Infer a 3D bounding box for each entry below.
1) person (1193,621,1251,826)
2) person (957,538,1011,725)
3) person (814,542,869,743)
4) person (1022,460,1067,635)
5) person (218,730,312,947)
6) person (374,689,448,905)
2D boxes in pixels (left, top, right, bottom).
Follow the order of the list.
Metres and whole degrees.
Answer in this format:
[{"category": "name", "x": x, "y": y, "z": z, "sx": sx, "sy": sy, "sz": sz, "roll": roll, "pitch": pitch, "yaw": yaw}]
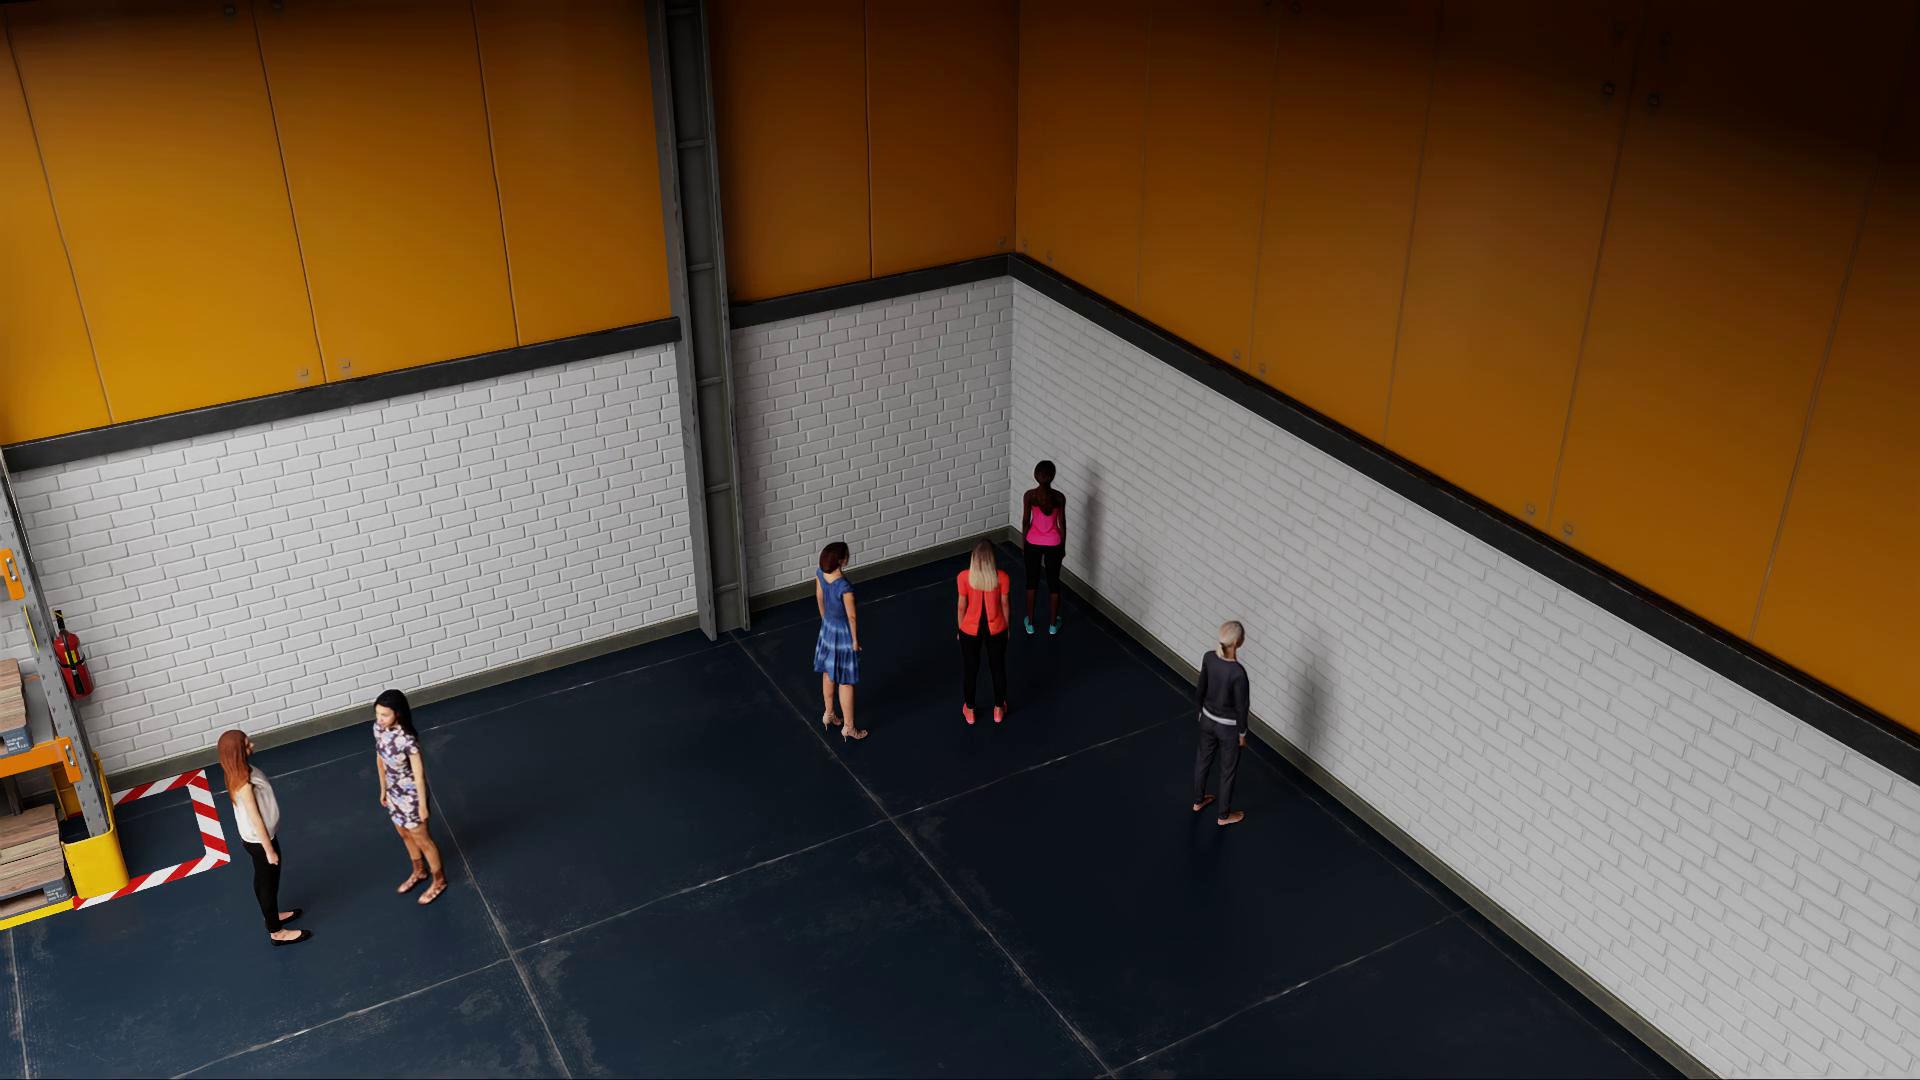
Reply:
[{"category": "person", "x": 1.982, "y": 1.357, "z": 12.584, "sx": 0.579, "sy": 1.726, "sz": 0.653, "roll": -23, "pitch": 36, "yaw": -35}, {"category": "person", "x": 0.190, "y": 0.747, "z": 13.736, "sx": 0.623, "sy": 1.693, "sz": 0.736, "roll": -1, "pitch": 29, "yaw": -1}, {"category": "person", "x": -0.970, "y": 0.809, "z": 13.504, "sx": 0.630, "sy": 1.806, "sz": 0.707, "roll": -23, "pitch": 36, "yaw": -35}, {"category": "person", "x": 0.751, "y": 0.062, "z": 14.960, "sx": 0.638, "sy": 1.724, "sz": 0.713, "roll": 3, "pitch": 29, "yaw": 5}, {"category": "person", "x": -4.802, "y": 2.020, "z": 11.372, "sx": 0.492, "sy": 1.722, "sz": 0.580, "roll": -16, "pitch": 33, "yaw": -27}, {"category": "person", "x": -3.905, "y": 1.794, "z": 11.775, "sx": 0.661, "sy": 1.733, "sz": 0.650, "roll": 18, "pitch": 34, "yaw": 30}]
